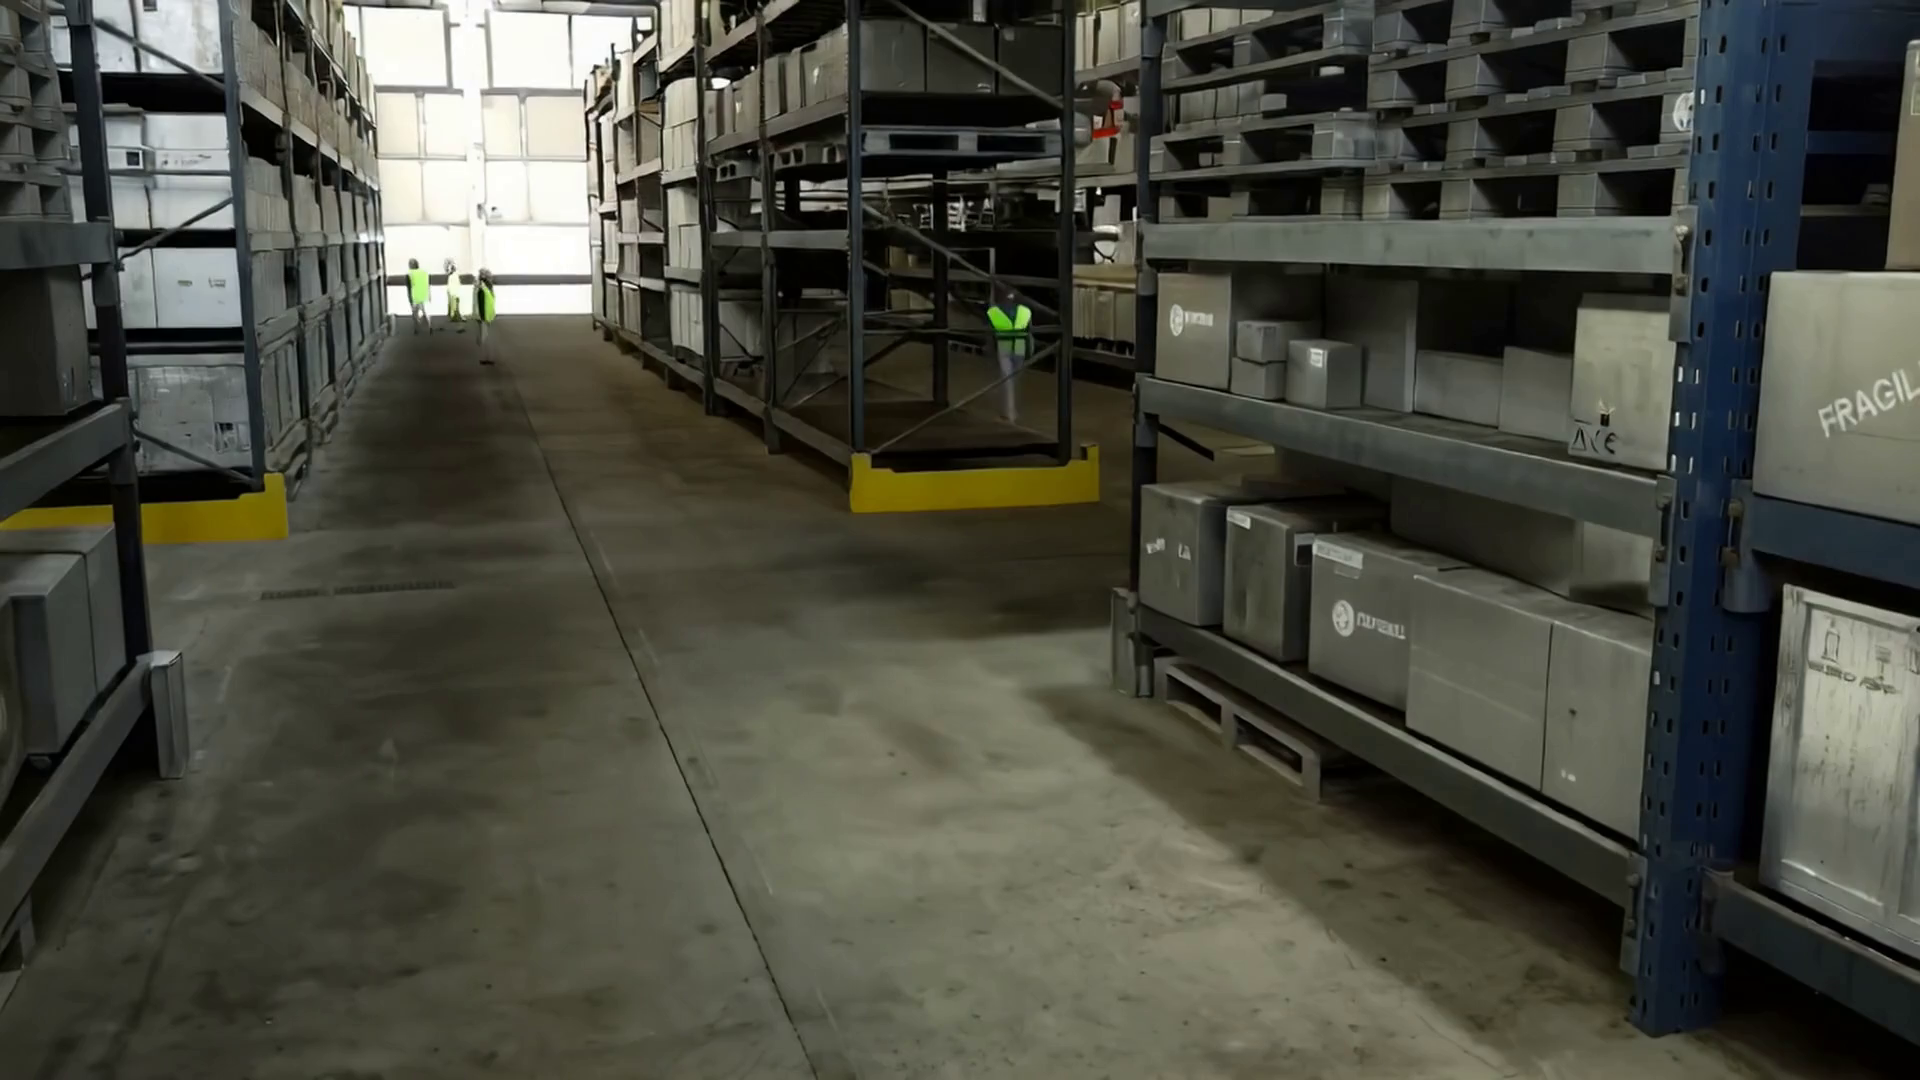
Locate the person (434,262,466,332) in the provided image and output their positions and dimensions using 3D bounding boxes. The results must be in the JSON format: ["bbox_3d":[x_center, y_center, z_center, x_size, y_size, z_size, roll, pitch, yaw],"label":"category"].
[{"bbox_3d":[-12.591,-5.980,41.039,0.819,1.713,0.572,3,11,14],"label":"person"}]

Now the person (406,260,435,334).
[{"bbox_3d":[-13.014,-5.836,40.087,0.641,1.812,0.852,-10,14,-43],"label":"person"}]

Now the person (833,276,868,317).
[{"bbox_3d":[-2.222,-4.631,33.170,0.680,1.883,0.689,-5,11,-25],"label":"person"}]

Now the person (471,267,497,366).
[{"bbox_3d":[-8.769,-4.114,30.588,0.417,1.811,0.603,-3,11,-15],"label":"person"}]

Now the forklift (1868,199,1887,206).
[{"bbox_3d":[11.338,-2.915,21.052,1.129,2.768,1.873,-3,11,-17],"label":"forklift"}]

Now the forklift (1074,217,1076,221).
[{"bbox_3d":[2.512,-6.298,39.595,1.129,2.768,1.873,-3,11,-17],"label":"forklift"}]

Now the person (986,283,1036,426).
[{"bbox_3d":[0.580,-2.217,20.172,0.572,1.815,0.920,-5,11,-24],"label":"person"}]
